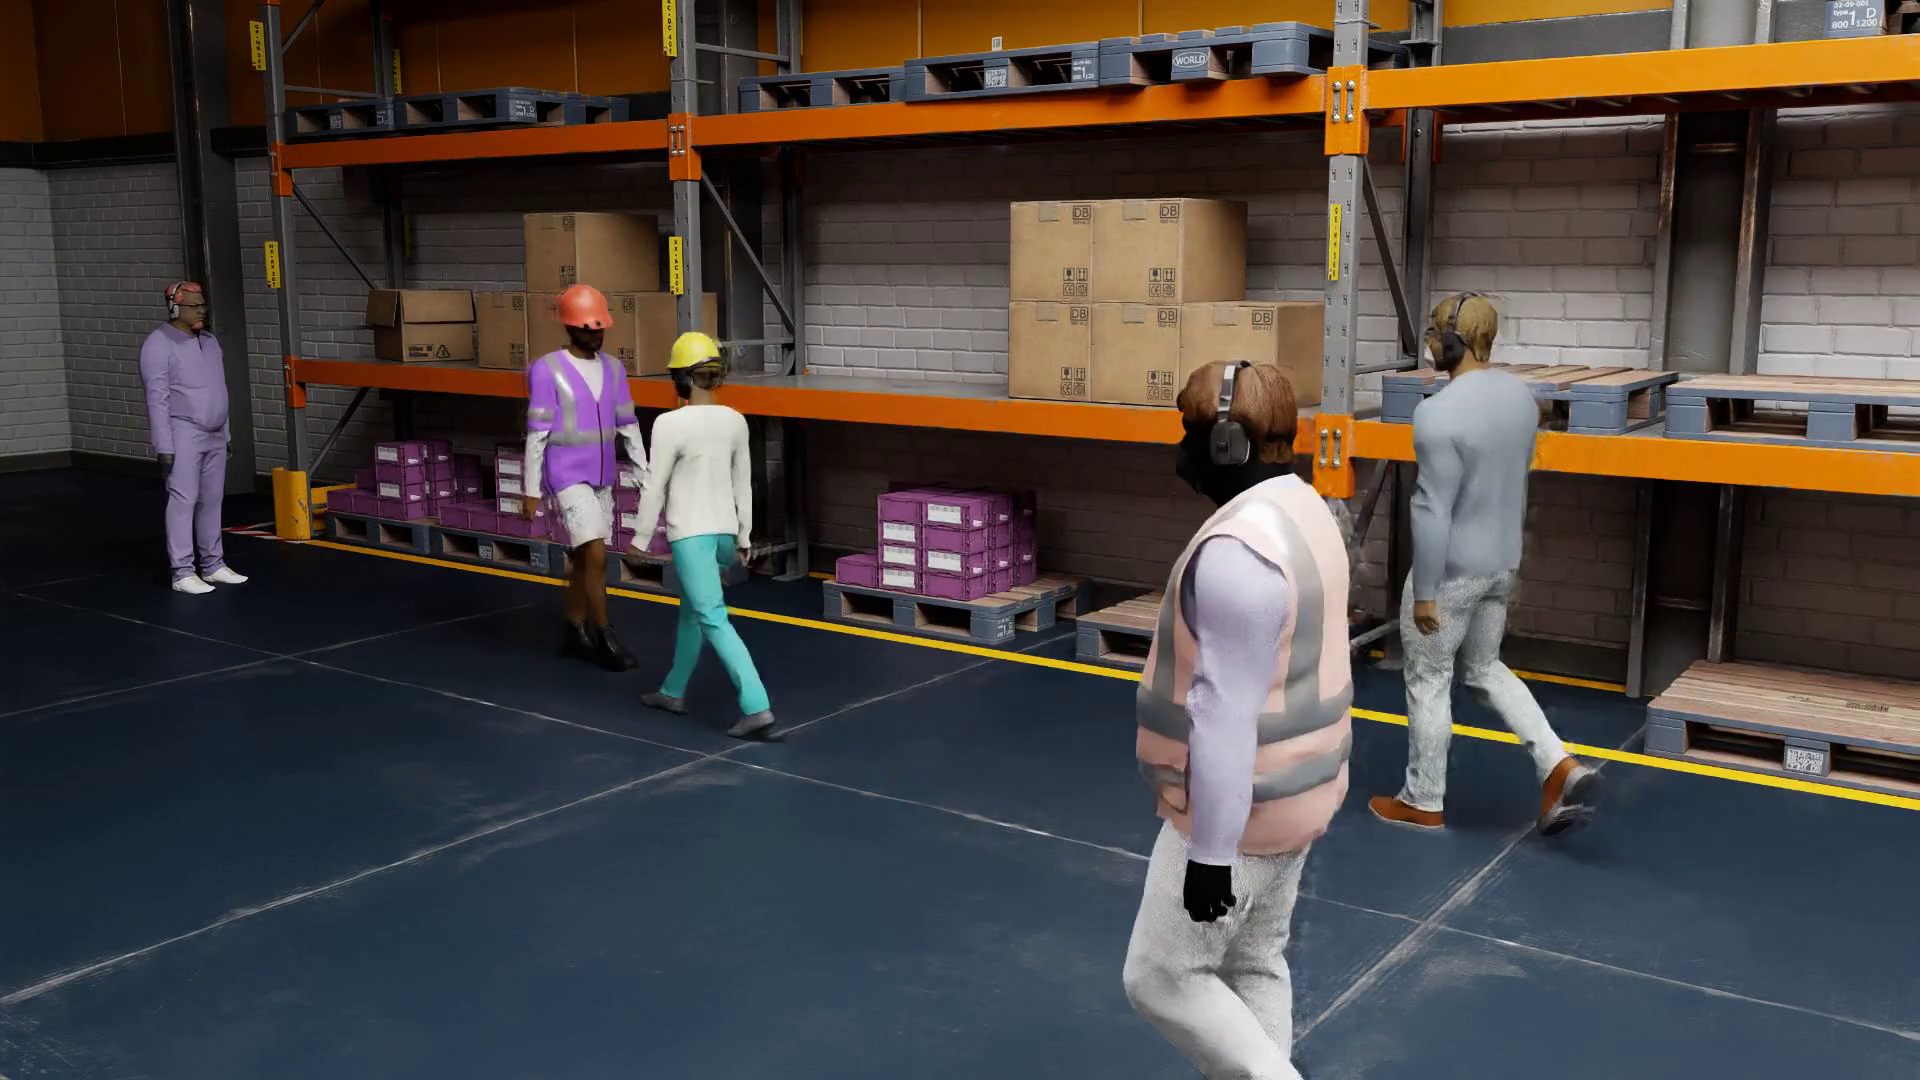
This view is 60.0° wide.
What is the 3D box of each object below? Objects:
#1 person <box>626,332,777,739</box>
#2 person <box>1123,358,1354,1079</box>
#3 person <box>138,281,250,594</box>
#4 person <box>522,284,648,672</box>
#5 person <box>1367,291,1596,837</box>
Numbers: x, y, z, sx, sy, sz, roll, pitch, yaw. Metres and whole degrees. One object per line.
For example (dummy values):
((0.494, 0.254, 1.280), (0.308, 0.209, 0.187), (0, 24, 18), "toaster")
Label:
((-1.101, -0.026, 7.143), (0.896, 1.725, 0.534), (6, 11, 33), "person")
((0.583, 0.544, 3.430), (0.445, 1.828, 0.644), (4, 10, 23), "person")
((-4.684, -0.624, 10.192), (0.404, 1.900, 0.636), (2, 10, 12), "person")
((-1.781, -0.293, 8.184), (0.727, 1.900, 0.686), (7, 12, 35), "person")
((1.795, 0.114, 5.708), (0.633, 1.924, 0.713), (-7, 12, -38), "person")
